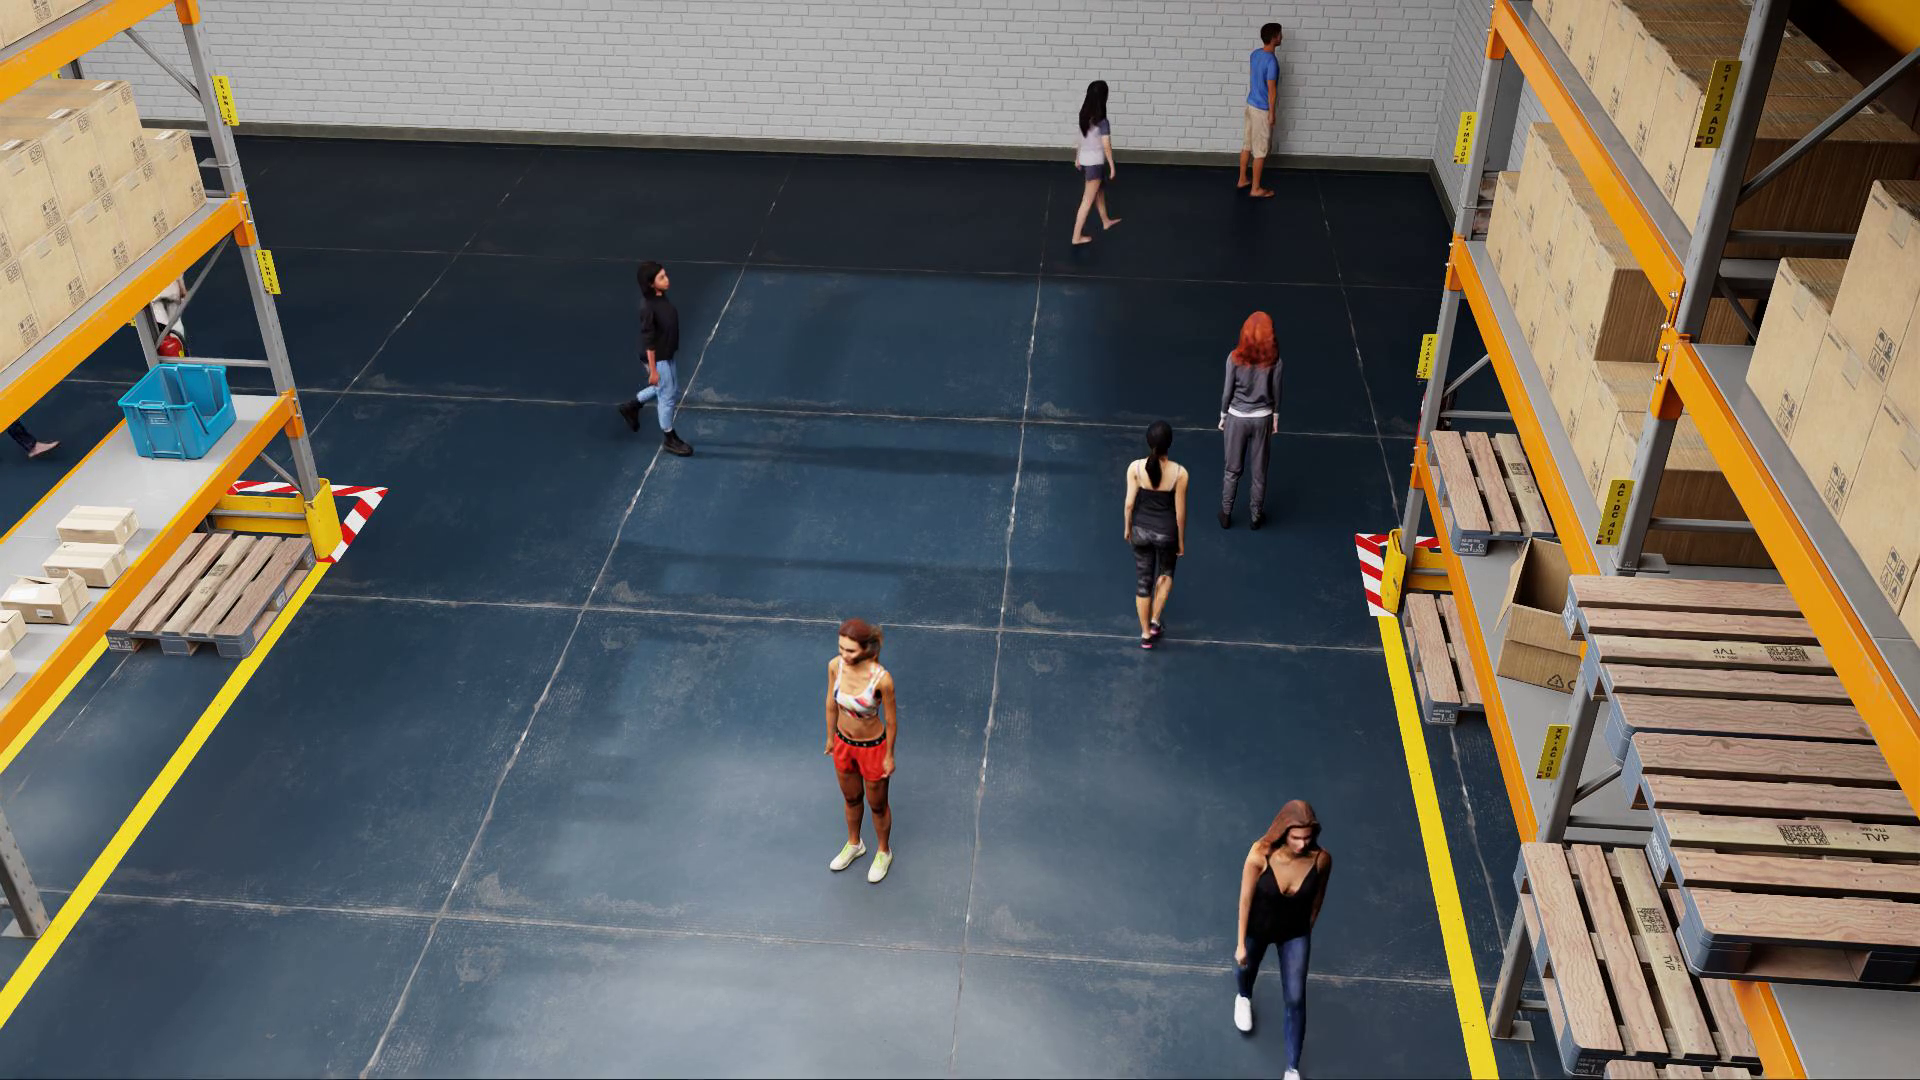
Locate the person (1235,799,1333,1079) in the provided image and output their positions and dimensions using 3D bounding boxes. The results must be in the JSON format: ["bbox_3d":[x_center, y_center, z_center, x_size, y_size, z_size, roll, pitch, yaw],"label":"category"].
[{"bbox_3d":[1.562,1.887,8.344,0.592,1.685,0.974,3,34,4],"label":"person"}]

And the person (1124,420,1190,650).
[{"bbox_3d":[1.288,0.018,11.121,0.620,1.723,0.634,8,34,12],"label":"person"}]

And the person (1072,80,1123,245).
[{"bbox_3d":[1.281,-3.816,16.927,0.968,1.681,0.974,-18,37,-24],"label":"person"}]

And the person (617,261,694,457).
[{"bbox_3d":[-2.502,-1.453,13.374,0.720,1.680,0.868,8,34,12],"label":"person"}]

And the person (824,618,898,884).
[{"bbox_3d":[-0.543,1.166,9.335,0.658,1.789,0.653,15,37,22],"label":"person"}]

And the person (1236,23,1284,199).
[{"bbox_3d":[3.266,-4.685,18.071,0.788,1.862,0.645,-11,35,-16],"label":"person"}]

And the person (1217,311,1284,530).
[{"bbox_3d":[2.155,-0.880,12.420,0.599,1.781,0.502,5,34,8],"label":"person"}]
